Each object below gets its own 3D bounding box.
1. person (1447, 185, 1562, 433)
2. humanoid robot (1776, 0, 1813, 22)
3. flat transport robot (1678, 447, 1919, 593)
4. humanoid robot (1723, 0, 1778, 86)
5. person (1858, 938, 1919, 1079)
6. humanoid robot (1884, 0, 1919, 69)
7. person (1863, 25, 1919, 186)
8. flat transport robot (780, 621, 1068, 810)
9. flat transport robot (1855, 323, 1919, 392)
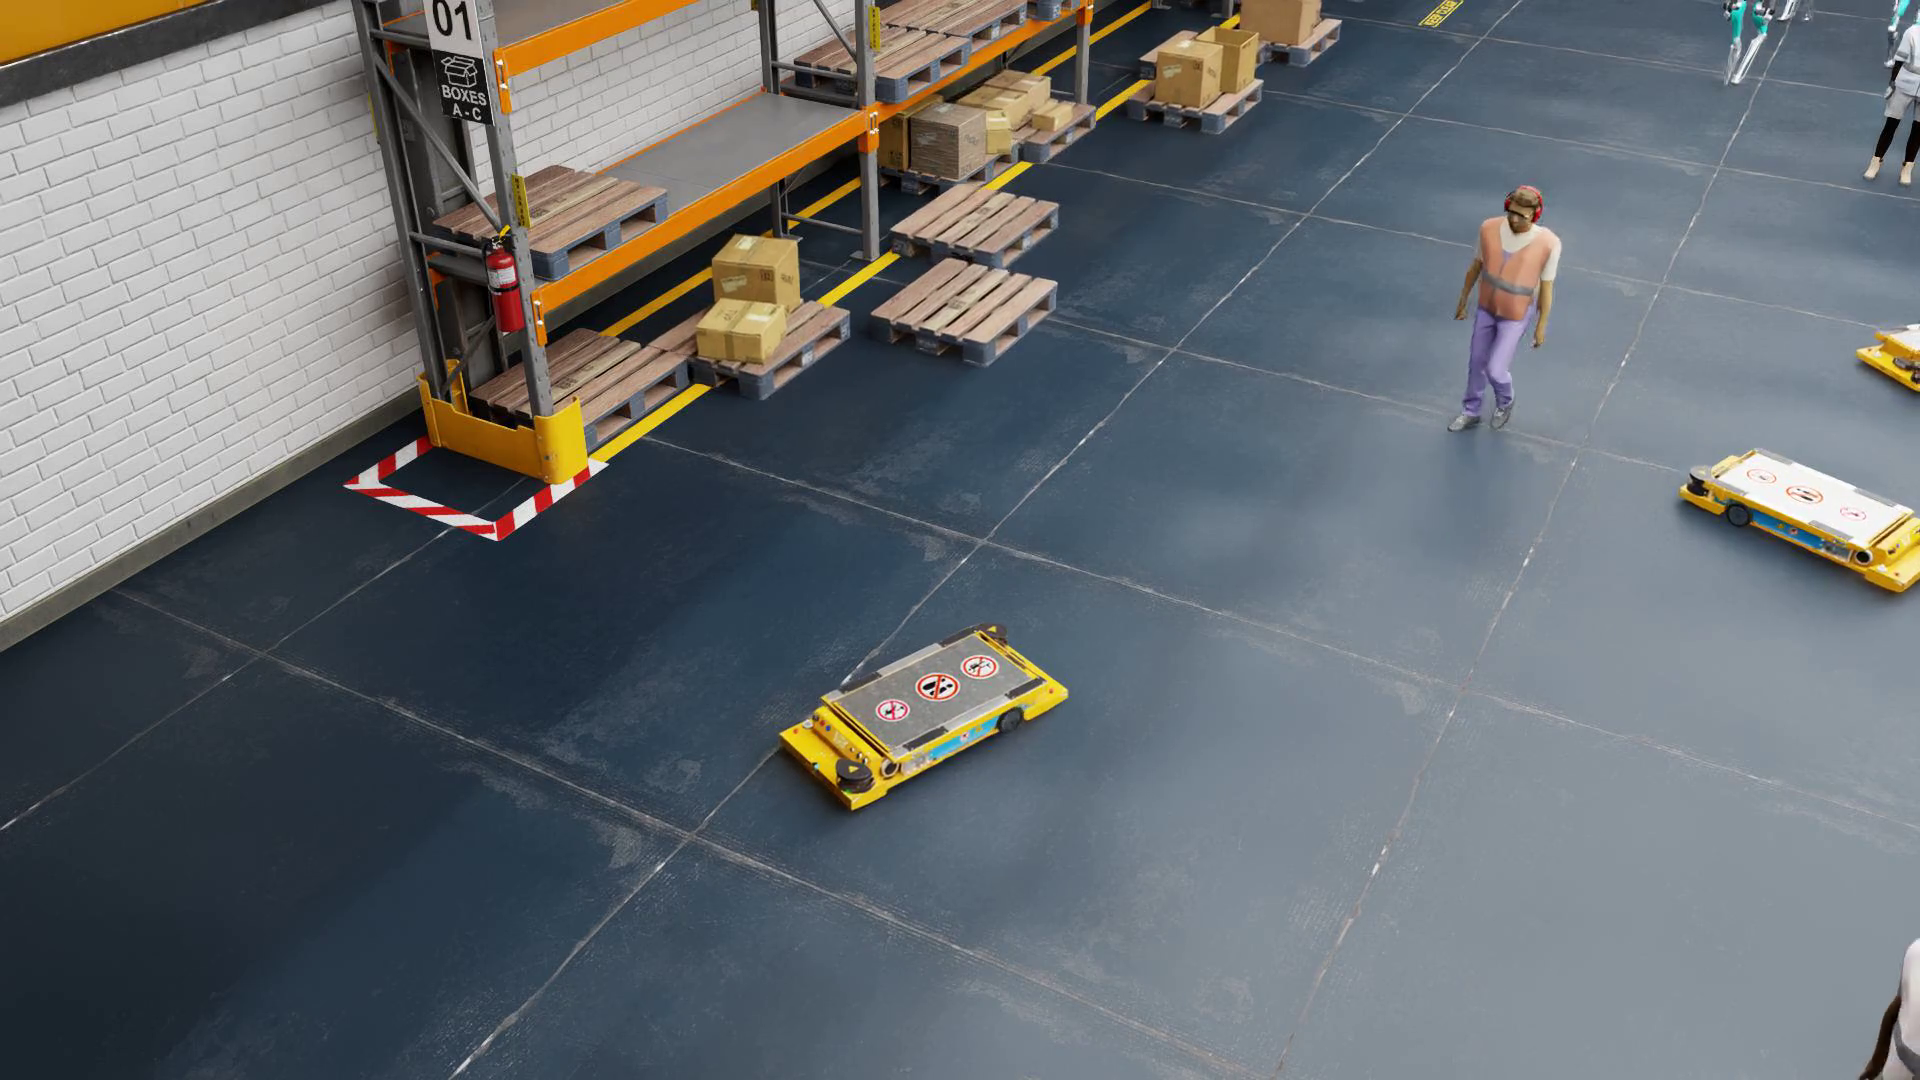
[{"bbox_3d":[3.571,-1.500,11.003,0.457,1.822,0.672,-27,42,-34],"label":"person"},{"bbox_3d":[9.814,-6.739,19.119,0.792,1.894,0.571,-26,41,-33],"label":"humanoid robot"},{"bbox_3d":[5.333,-0.163,10.394,0.659,0.231,1.431,-25,41,-33],"label":"flat transport robot"},{"bbox_3d":[8.222,-5.532,17.253,0.543,1.850,0.750,22,39,29],"label":"humanoid robot"},{"bbox_3d":[3.309,1.991,5.731,0.557,1.814,0.570,-16,37,-23],"label":"person"},{"bbox_3d":[10.192,-5.841,17.664,0.543,1.799,0.677,23,40,30],"label":"humanoid robot"},{"bbox_3d":[8.623,-4.051,14.979,0.534,1.698,0.318,17,37,24],"label":"person"},{"bbox_3d":[-0.177,0.898,8.790,1.431,0.231,0.659,-23,40,-31],"label":"flat transport robot"},{"bbox_3d":[7.416,-1.387,12.246,1.431,0.231,0.659,-11,35,-16],"label":"flat transport robot"}]
